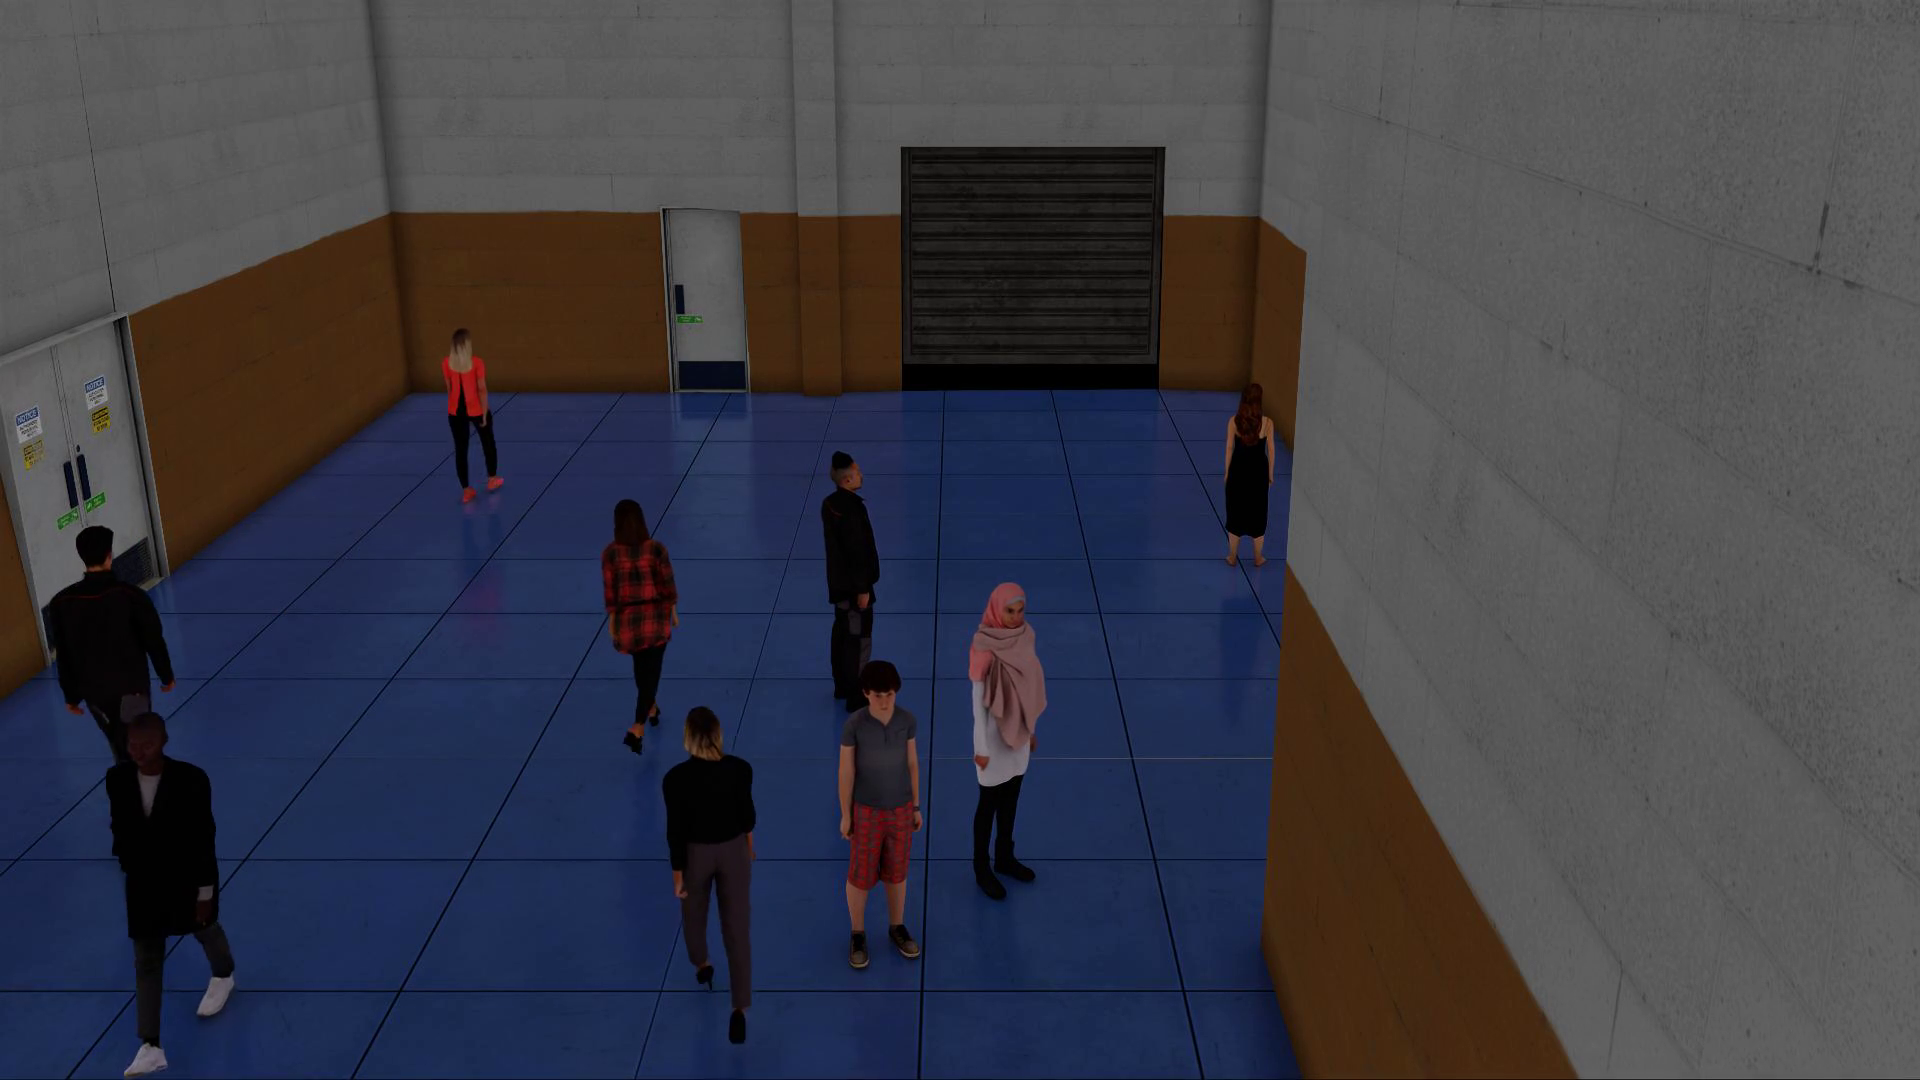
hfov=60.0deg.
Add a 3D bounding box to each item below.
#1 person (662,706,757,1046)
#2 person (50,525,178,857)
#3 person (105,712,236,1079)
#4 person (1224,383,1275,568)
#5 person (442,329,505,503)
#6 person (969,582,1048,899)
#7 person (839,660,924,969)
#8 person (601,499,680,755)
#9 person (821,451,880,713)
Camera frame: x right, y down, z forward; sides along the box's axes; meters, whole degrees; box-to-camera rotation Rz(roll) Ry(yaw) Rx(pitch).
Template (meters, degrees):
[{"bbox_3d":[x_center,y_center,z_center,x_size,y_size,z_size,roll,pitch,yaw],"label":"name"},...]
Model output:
[{"bbox_3d":[-1.148,1.619,7.929,1.040,1.632,0.846,-5,19,-15],"label":"person"},{"bbox_3d":[-4.913,0.906,9.634,1.193,1.895,0.890,-2,19,-7],"label":"person"},{"bbox_3d":[-3.688,1.584,7.914,1.110,1.710,0.752,-1,19,-2],"label":"person"},{"bbox_3d":[2.494,-0.565,14.421,0.545,1.624,0.670,3,19,9],"label":"person"},{"bbox_3d":[-4.829,-1.192,16.203,0.766,1.673,0.652,0,19,1],"label":"person"},{"bbox_3d":[0.233,1.089,9.236,0.792,1.803,0.736,17,25,41],"label":"person"},{"bbox_3d":[-0.412,1.383,8.580,0.569,1.651,0.715,-6,20,-18],"label":"person"},{"bbox_3d":[-2.108,0.597,10.913,1.062,1.663,0.725,2,19,6],"label":"person"},{"bbox_3d":[-0.763,0.262,11.559,0.766,1.861,0.840,-7,20,-19],"label":"person"}]
